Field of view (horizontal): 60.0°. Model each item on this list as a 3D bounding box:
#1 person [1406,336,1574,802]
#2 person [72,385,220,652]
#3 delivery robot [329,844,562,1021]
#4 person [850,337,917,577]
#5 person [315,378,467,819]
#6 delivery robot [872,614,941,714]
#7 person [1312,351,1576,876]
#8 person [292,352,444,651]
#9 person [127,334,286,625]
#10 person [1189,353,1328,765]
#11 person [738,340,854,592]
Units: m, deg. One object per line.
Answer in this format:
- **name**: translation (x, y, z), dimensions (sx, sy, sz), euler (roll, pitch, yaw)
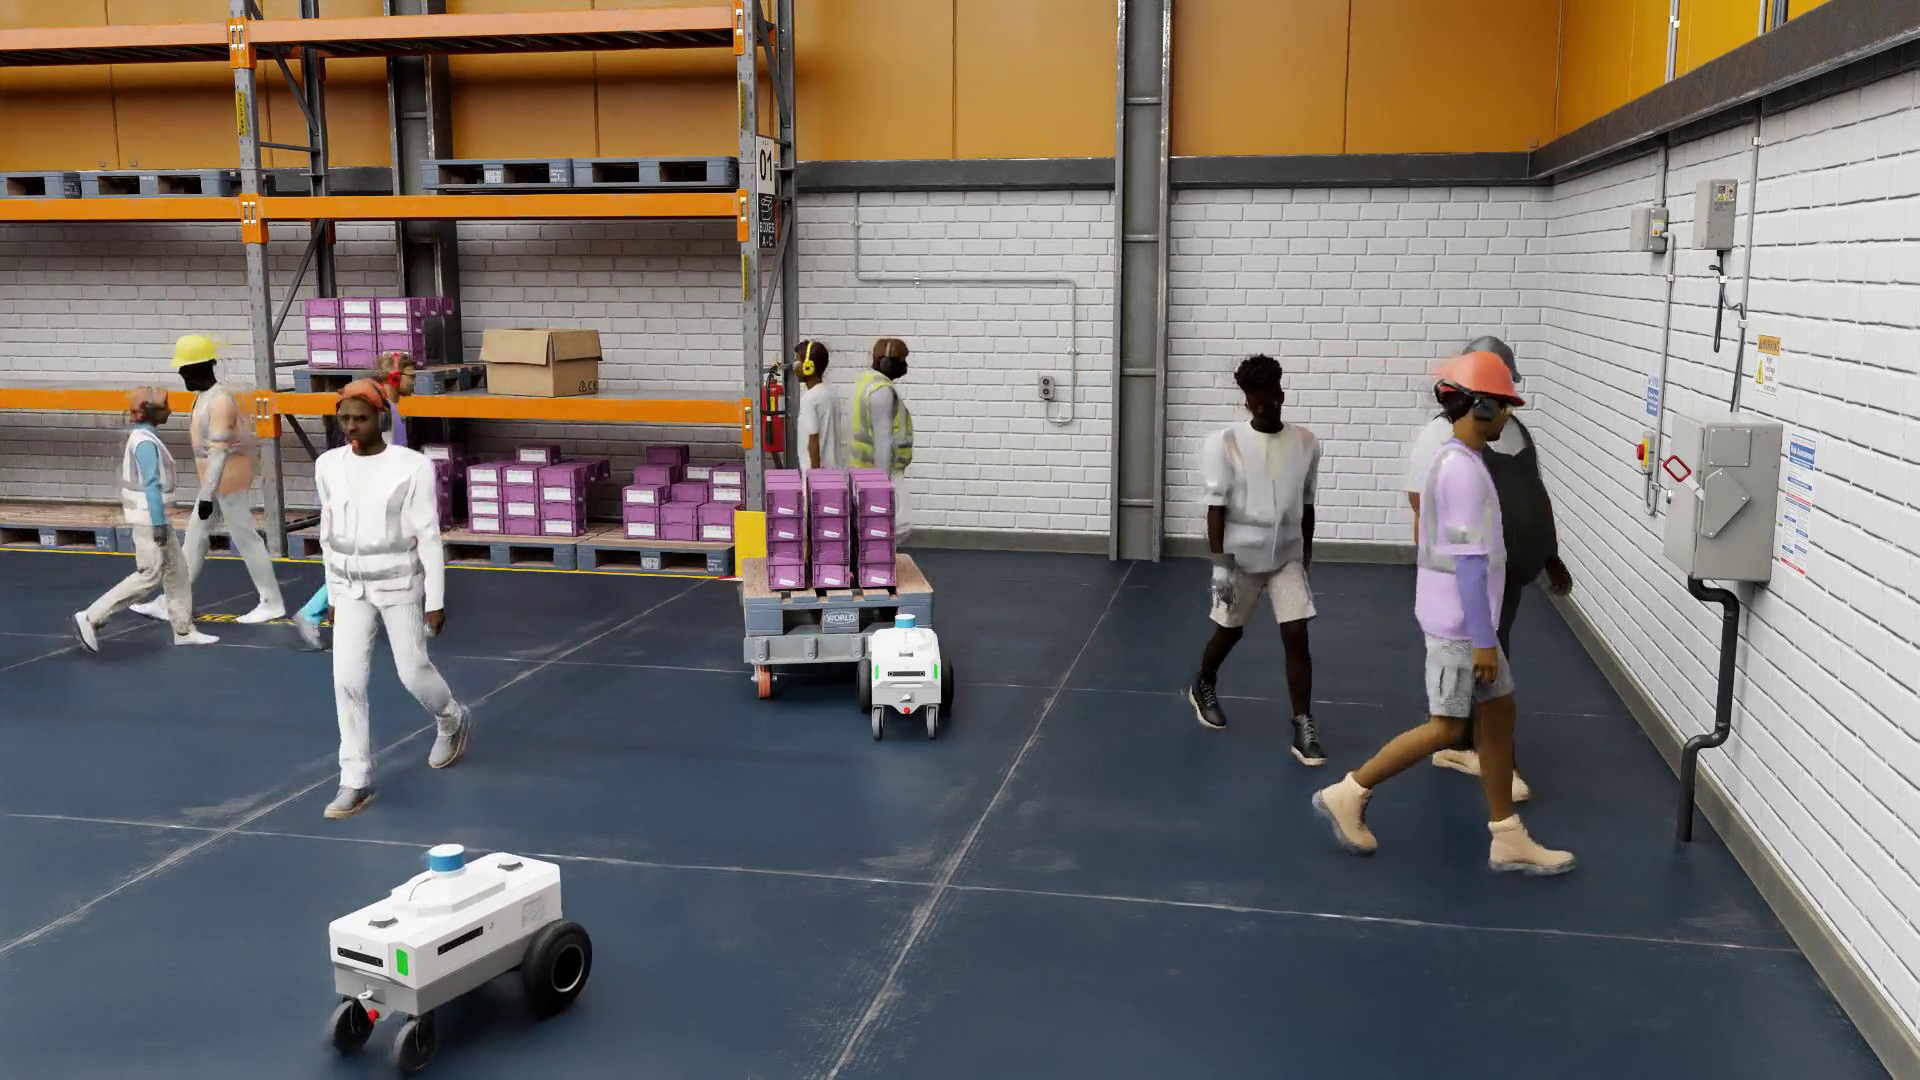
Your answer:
- **person**: translation (2.361, 0.094, 7.344), dimensions (0.711, 2.000, 0.658), euler (-8, 12, -40)
- **person**: translation (-4.888, -0.114, 9.895), dimensions (0.722, 1.607, 0.517), euler (-5, 10, -26)
- **delivery robot**: translation (-1.547, 1.169, 5.048), dimensions (0.477, 0.478, 0.707), euler (5, 11, 28)
- **person**: translation (-0.527, -0.478, 11.435), dimensions (0.442, 1.823, 0.716), euler (-2, 10, -11)
- **person**: translation (-2.486, 0.207, 7.266), dimensions (0.580, 1.853, 0.899), euler (2, 10, 11)
- **delivery robot**: translation (-0.274, 0.618, 8.368), dimensions (0.477, 0.478, 0.707), euler (0, 9, -3)
- **person**: translation (1.877, 0.283, 6.340), dimensions (0.931, 1.997, 0.618), euler (3, 10, 20)
- **person**: translation (-3.637, -0.239, 10.098), dimensions (0.811, 1.800, 0.576), euler (-2, 10, -13)
- **person**: translation (-4.798, -0.351, 10.515), dimensions (0.980, 1.870, 0.601), euler (-6, 11, -34)
- **person**: translation (1.414, 0.054, 7.988), dimensions (0.605, 1.918, 0.916), euler (-2, 10, -11)
- **person**: translation (-0.985, -0.398, 10.961), dimensions (0.997, 1.818, 0.551), euler (4, 10, 21)
